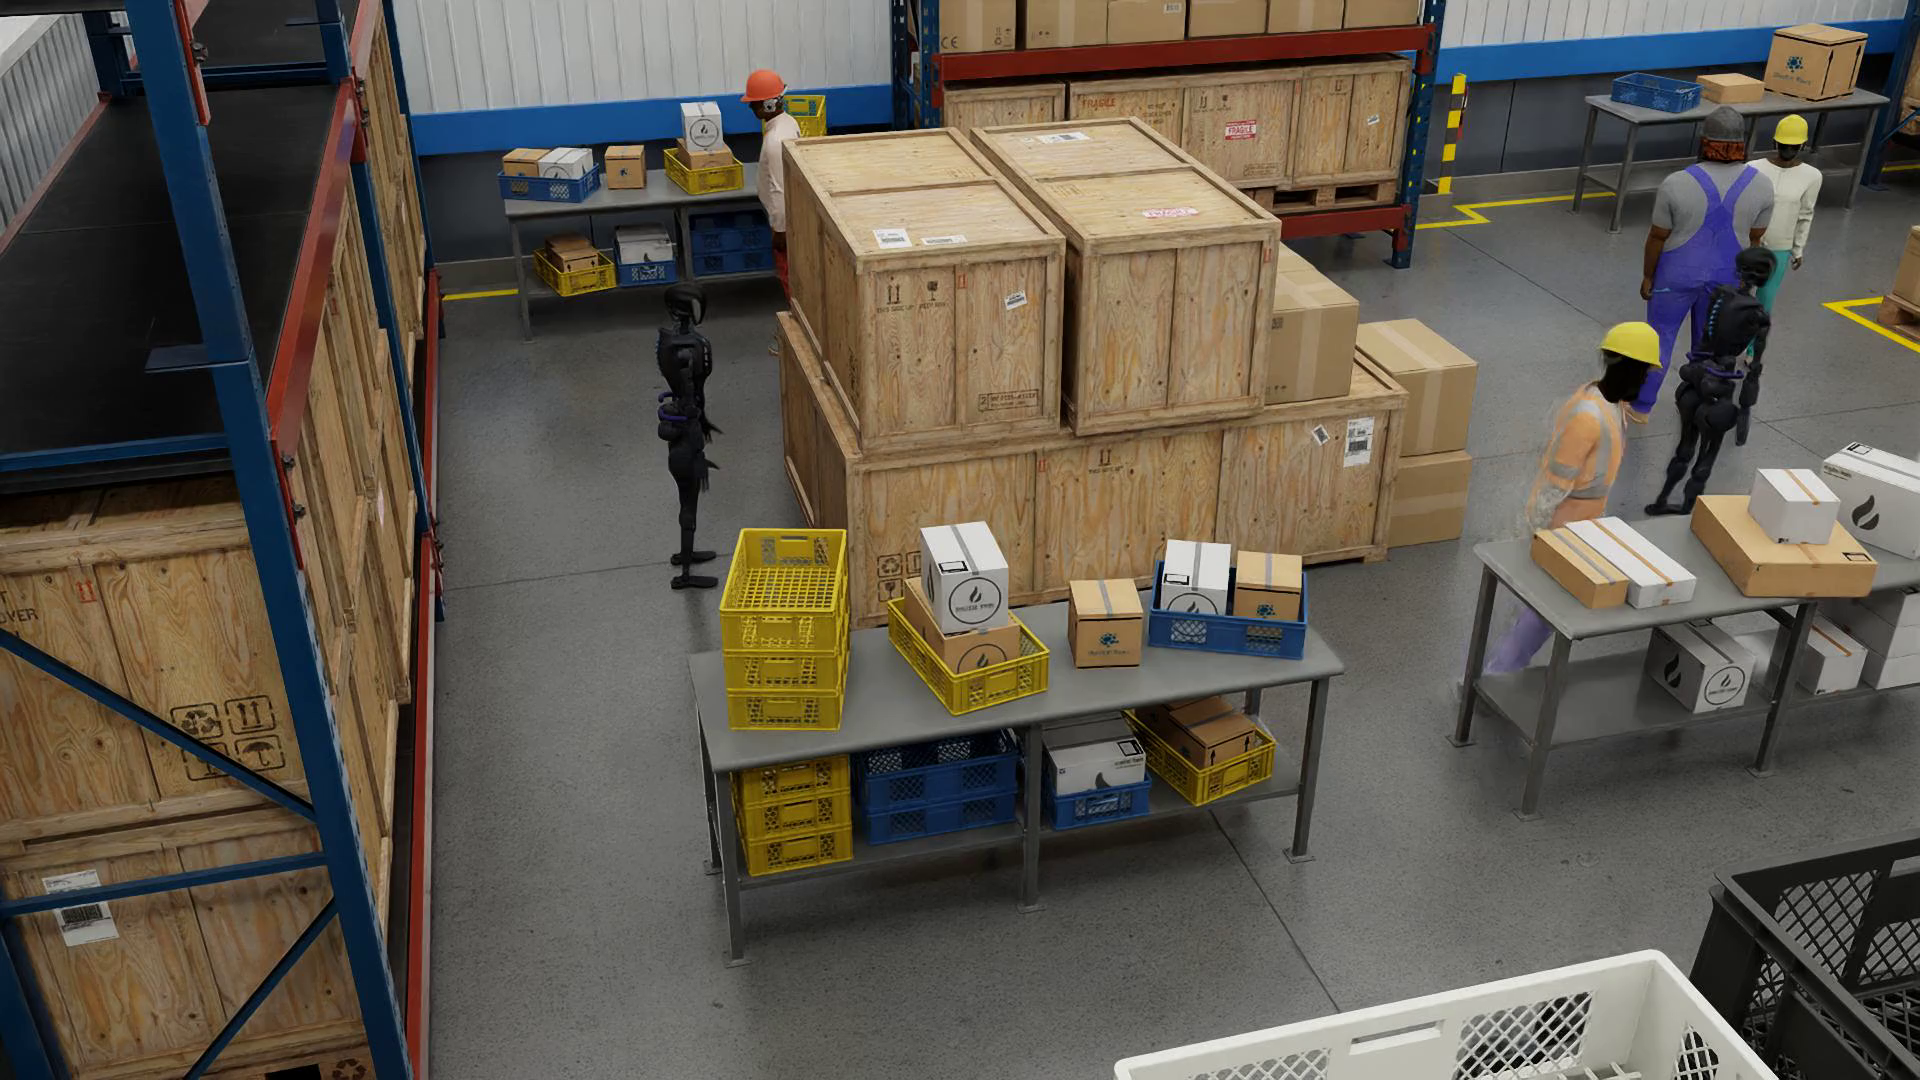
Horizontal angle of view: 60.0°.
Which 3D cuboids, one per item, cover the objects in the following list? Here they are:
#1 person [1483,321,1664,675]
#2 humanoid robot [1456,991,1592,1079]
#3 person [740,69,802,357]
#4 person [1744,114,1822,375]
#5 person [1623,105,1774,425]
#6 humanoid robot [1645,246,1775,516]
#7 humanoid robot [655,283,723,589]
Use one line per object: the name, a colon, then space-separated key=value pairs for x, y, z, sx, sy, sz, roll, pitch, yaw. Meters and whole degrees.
person: x=2.814 y=-0.098 z=7.622 sx=0.481 sy=1.879 sz=0.629 roll=15 pitch=32 yaw=25
humanoid robot: x=1.535 y=1.795 z=4.432 sx=0.589 sy=1.634 sz=0.671 roll=23 pitch=36 yaw=35
person: x=-1.237 y=-2.226 z=11.395 sx=0.430 sy=1.977 sz=0.605 roll=1 pitch=29 yaw=1
person: x=5.375 y=-1.965 z=11.128 sx=0.524 sy=1.769 sz=0.313 roll=9 pitch=30 yaw=16
person: x=4.575 y=-1.696 z=10.361 sx=0.682 sy=2.000 sz=0.536 roll=4 pitch=29 yaw=8
humanoid robot: x=4.150 y=-0.821 z=9.144 sx=0.350 sy=1.646 sz=0.575 roll=-5 pitch=29 yaw=-8
humanoid robot: x=-1.405 y=-0.555 z=8.663 sx=0.340 sy=1.650 sz=0.573 roll=-4 pitch=29 yaw=-7
